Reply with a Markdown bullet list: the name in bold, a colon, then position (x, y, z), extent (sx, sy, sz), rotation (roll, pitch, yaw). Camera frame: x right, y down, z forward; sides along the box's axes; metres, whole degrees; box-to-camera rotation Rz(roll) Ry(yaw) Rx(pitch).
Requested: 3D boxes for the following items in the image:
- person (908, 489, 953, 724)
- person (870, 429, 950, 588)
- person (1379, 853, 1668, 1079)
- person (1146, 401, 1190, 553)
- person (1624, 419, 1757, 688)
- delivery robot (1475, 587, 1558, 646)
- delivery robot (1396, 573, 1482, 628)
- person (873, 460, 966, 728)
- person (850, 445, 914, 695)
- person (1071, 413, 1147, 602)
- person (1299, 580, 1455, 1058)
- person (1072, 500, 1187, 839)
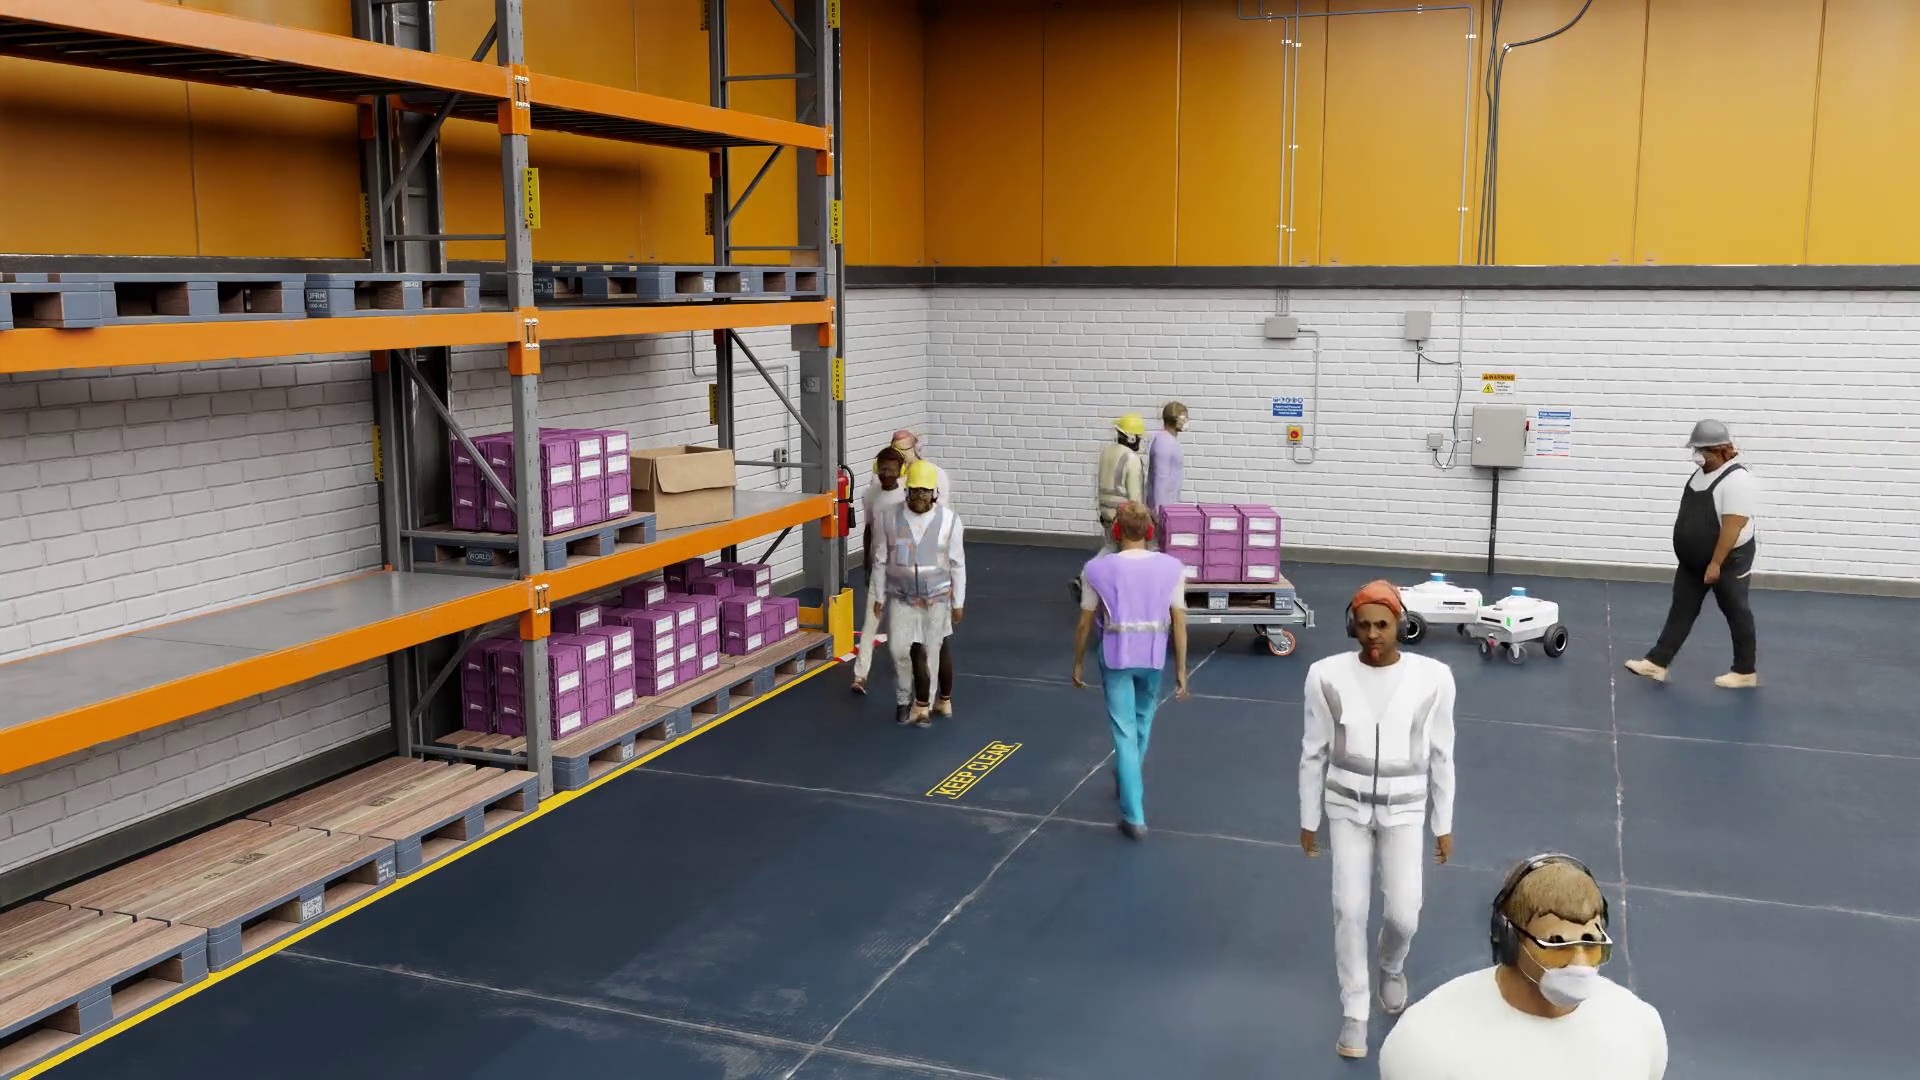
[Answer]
- **person**: position (-0.245, 0.402, 11.269), extent (0.317, 1.695, 0.540), rotation (8, 12, 39)
- **person**: position (-0.393, 0.041, 13.056), extent (0.635, 1.857, 1.007), rotation (0, 9, -1)
- **person**: position (1.141, 1.541, 3.506), extent (0.635, 1.911, 0.967), rotation (-1, 9, -7)
- **person**: position (1.957, -0.282, 14.881), extent (0.781, 1.910, 0.662), rotation (1, 9, 9)
- **person**: position (5.432, 0.087, 12.173), extent (0.984, 2.000, 0.695), rotation (-1, 9, -9)
- **delivery robot**: position (4.416, 0.619, 13.187), extent (0.707, 0.478, 0.477), rotation (-7, 11, -37)
- **delivery robot**: position (3.955, 0.519, 13.812), extent (0.707, 0.478, 0.477), rotation (1, 9, 8)
- **person**: position (-0.269, 0.369, 11.096), extent (0.629, 1.813, 0.444), rotation (0, 9, 2)
- **person**: position (-0.516, 0.217, 12.104), extent (0.508, 1.811, 0.983), rotation (3, 9, 17)
- **person**: position (1.392, -0.243, 14.975), extent (0.662, 1.807, 0.620), rotation (-4, 10, -26)
- **person**: position (1.629, 1.070, 6.535), extent (0.595, 1.866, 0.492), rotation (3, 9, 17)
- **person**: position (0.926, 0.675, 9.252), extent (0.588, 1.791, 0.988), rotation (-2, 9, -11)
